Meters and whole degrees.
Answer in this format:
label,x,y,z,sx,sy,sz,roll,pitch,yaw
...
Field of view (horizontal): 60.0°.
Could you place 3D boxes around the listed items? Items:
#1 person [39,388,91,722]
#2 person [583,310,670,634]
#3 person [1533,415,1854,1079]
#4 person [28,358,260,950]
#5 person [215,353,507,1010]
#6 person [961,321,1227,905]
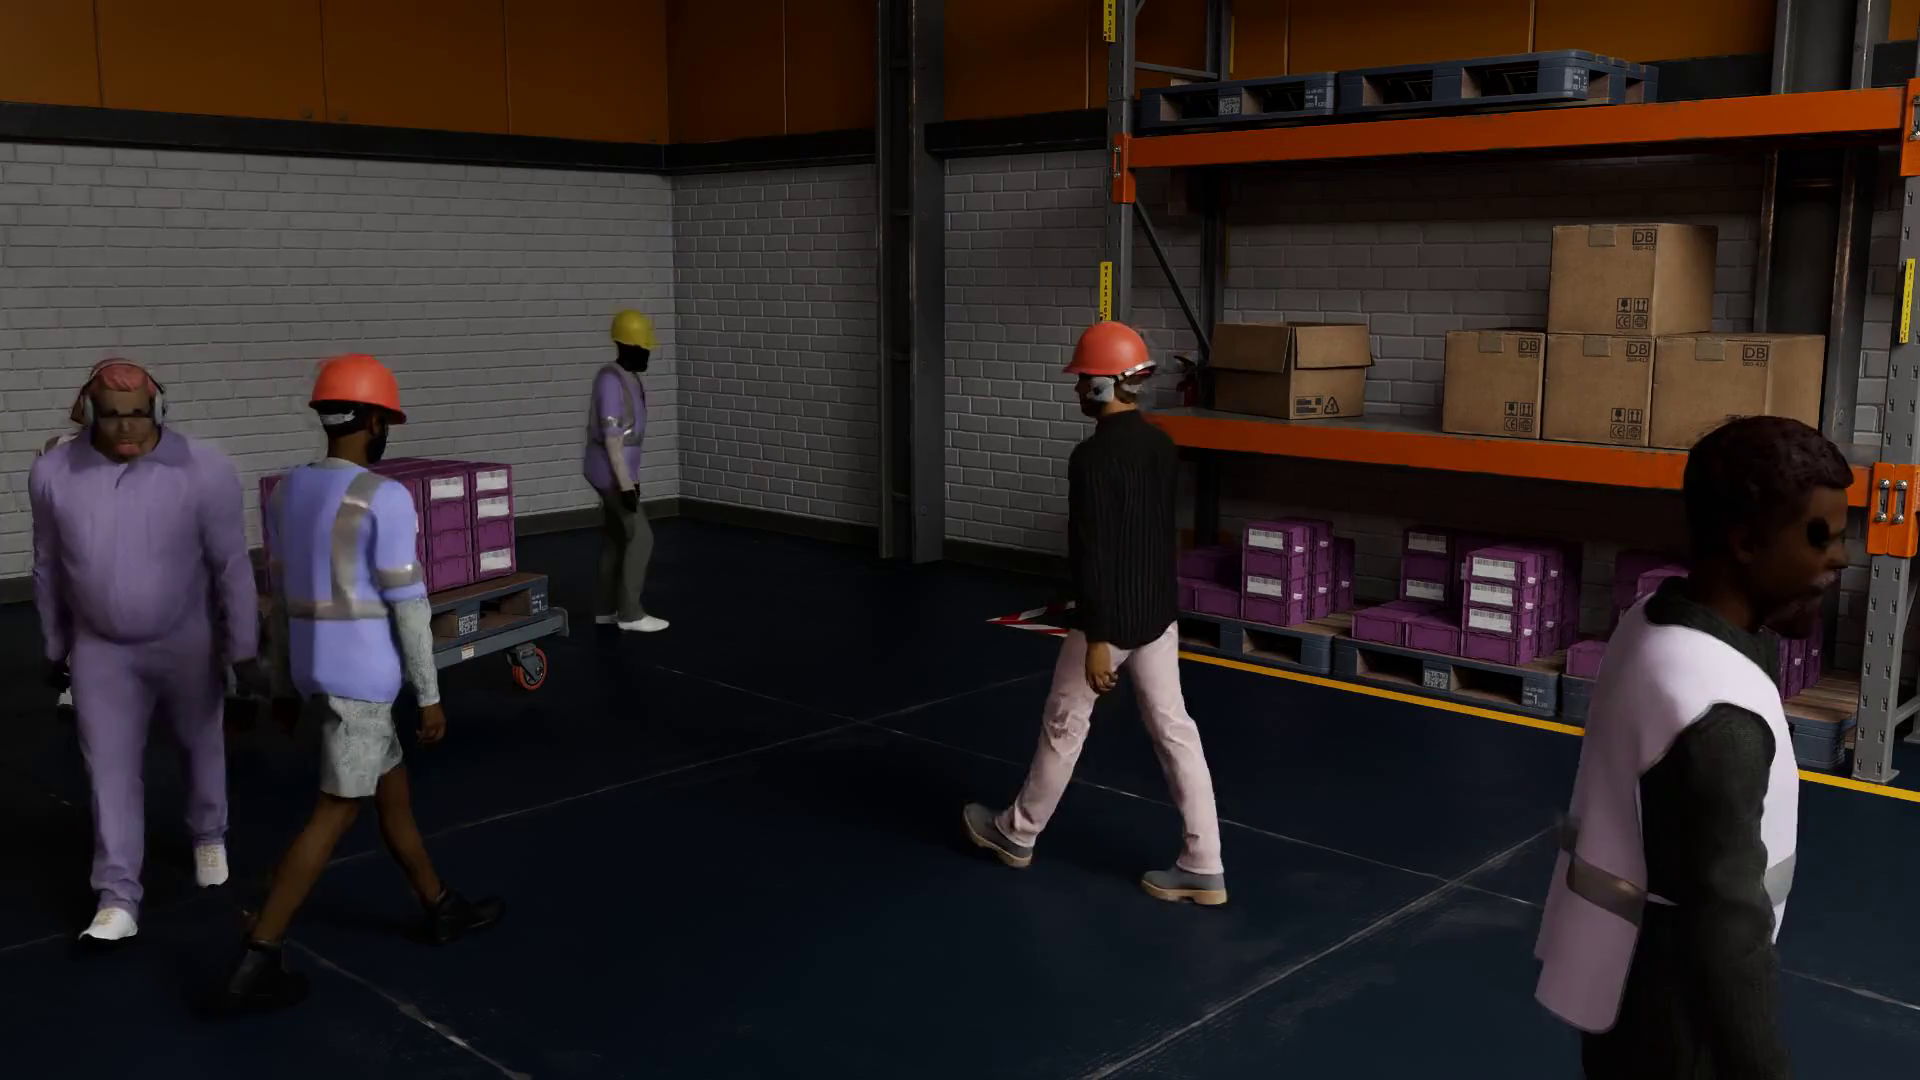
label,x,y,z,sx,sy,sz,roll,pitch,yaw
person,-3.955,0.077,7.652,0.534,1.618,0.352,0,9,-2
person,-1.926,-0.375,9.604,0.546,1.886,0.593,0,9,-2
person,1.130,0.753,2.599,0.450,1.905,0.650,3,10,16
person,-2.621,0.341,5.355,0.680,1.831,1.048,-3,10,-17
person,-1.812,0.394,4.893,0.548,1.885,0.992,7,12,37
person,0.492,0.237,5.649,1.045,1.937,0.648,7,12,38
